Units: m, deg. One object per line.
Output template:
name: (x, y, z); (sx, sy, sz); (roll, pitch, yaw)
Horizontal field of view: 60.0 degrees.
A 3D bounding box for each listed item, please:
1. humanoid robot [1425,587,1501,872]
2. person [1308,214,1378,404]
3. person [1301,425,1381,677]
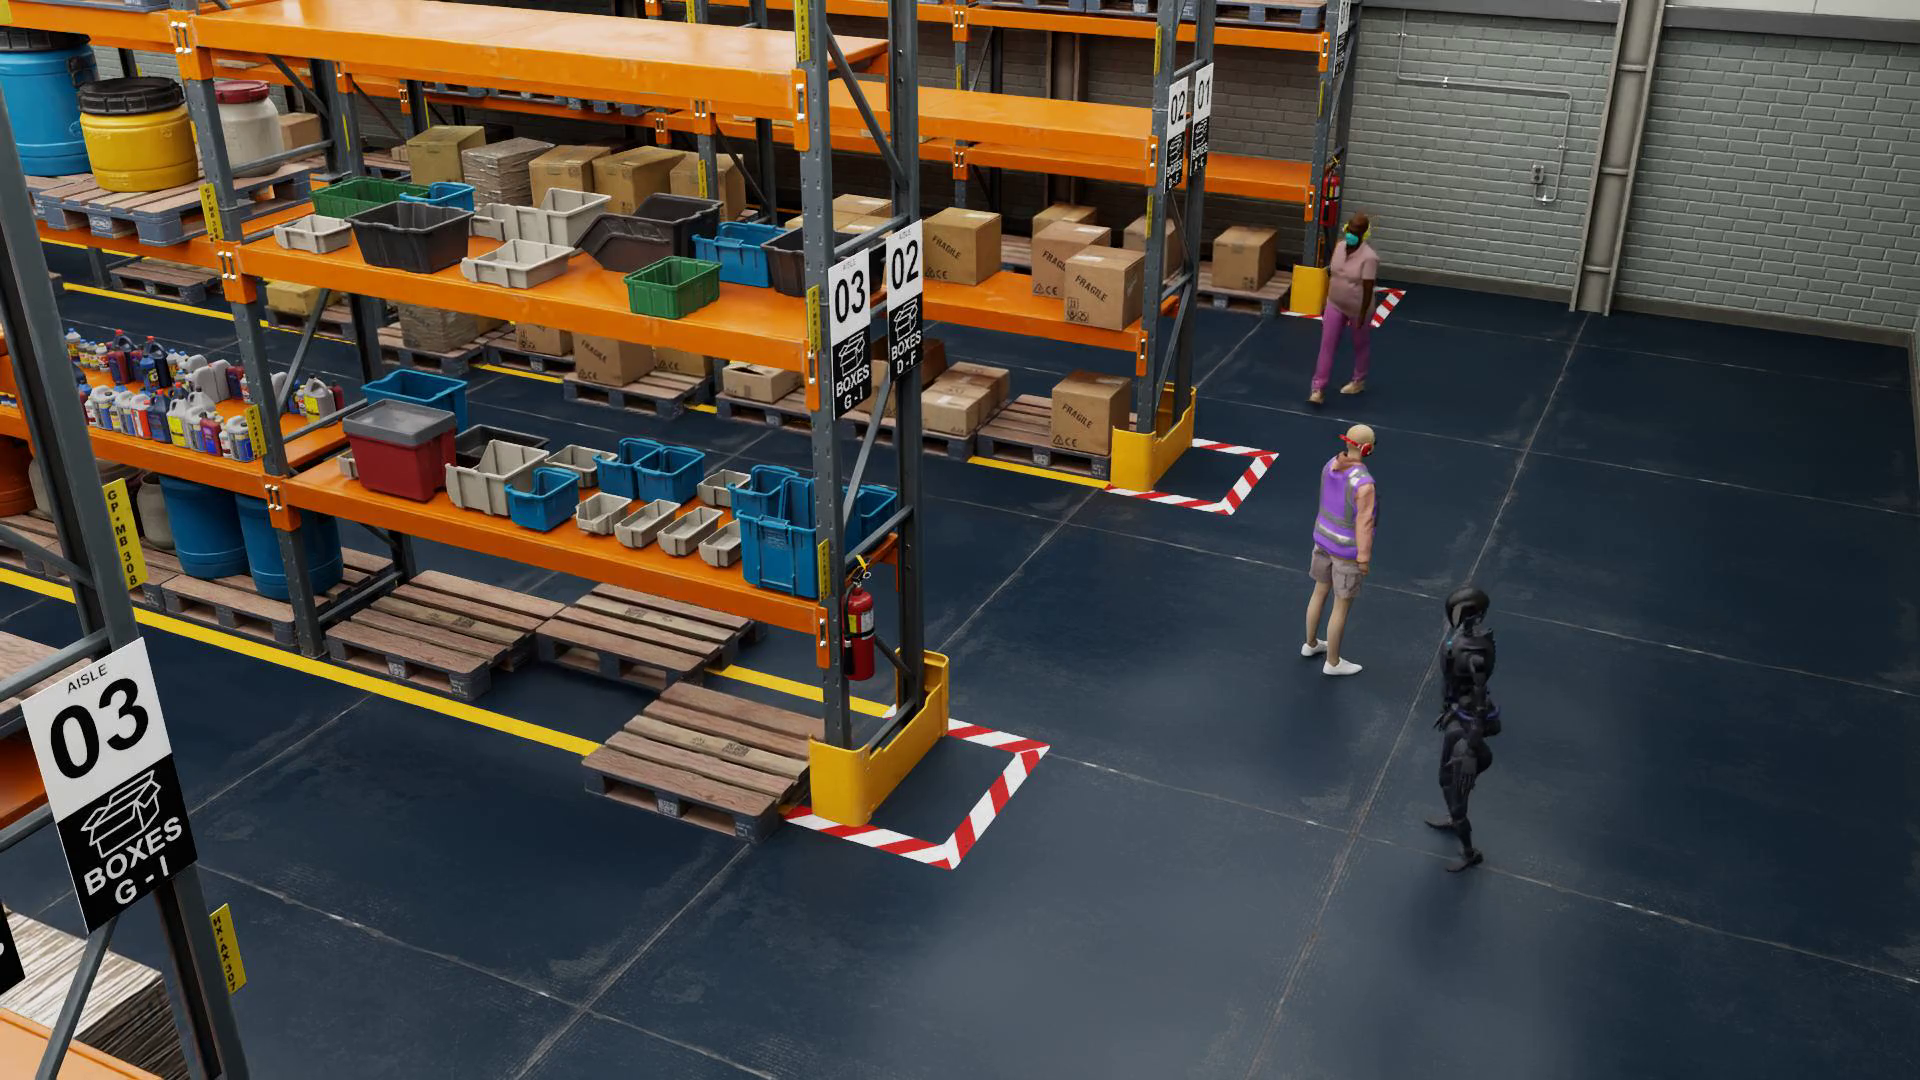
humanoid robot: (2.658, 0.980, 8.743); (0.398, 1.637, 0.634); (0, 26, 0)
person: (3.431, -2.059, 14.796); (0.523, 1.744, 0.894); (22, 33, 37)
person: (2.433, 0.059, 10.588); (0.352, 1.688, 0.489); (-11, 28, -21)
